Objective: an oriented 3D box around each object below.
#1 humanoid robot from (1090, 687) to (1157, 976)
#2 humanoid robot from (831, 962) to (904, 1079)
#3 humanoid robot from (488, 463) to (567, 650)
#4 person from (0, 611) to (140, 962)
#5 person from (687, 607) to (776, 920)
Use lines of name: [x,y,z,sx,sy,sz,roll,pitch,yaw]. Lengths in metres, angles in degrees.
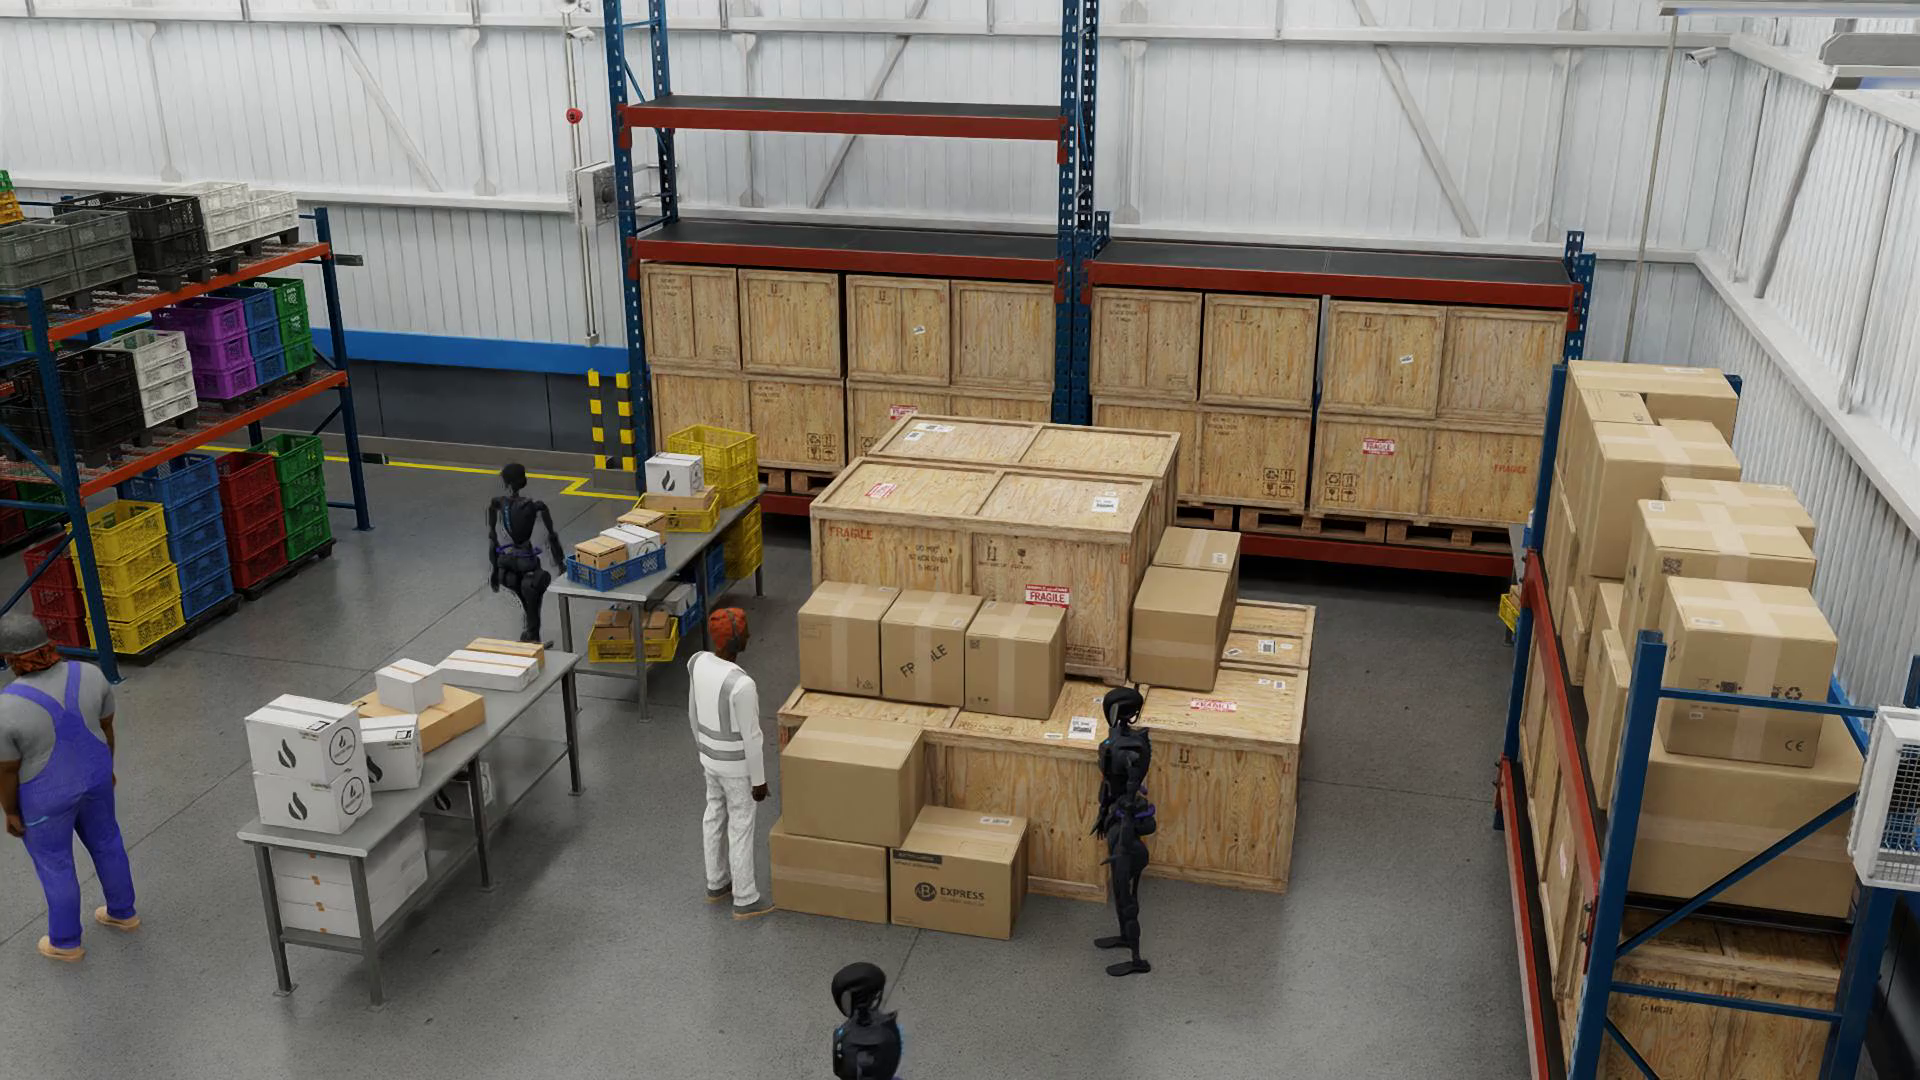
humanoid robot: [0.874,1.563,8.985,0.327,1.655,0.582,-3,21,-7]
humanoid robot: [-0.344,2.425,6.737,0.371,1.654,0.597,-1,21,-3]
humanoid robot: [-3.306,0.216,12.559,0.576,1.634,0.722,9,23,23]
person: [-4.958,1.320,9.112,0.536,2.000,0.680,12,24,28]
person: [-1.304,1.265,9.475,0.337,1.882,0.583,-18,28,-39]
